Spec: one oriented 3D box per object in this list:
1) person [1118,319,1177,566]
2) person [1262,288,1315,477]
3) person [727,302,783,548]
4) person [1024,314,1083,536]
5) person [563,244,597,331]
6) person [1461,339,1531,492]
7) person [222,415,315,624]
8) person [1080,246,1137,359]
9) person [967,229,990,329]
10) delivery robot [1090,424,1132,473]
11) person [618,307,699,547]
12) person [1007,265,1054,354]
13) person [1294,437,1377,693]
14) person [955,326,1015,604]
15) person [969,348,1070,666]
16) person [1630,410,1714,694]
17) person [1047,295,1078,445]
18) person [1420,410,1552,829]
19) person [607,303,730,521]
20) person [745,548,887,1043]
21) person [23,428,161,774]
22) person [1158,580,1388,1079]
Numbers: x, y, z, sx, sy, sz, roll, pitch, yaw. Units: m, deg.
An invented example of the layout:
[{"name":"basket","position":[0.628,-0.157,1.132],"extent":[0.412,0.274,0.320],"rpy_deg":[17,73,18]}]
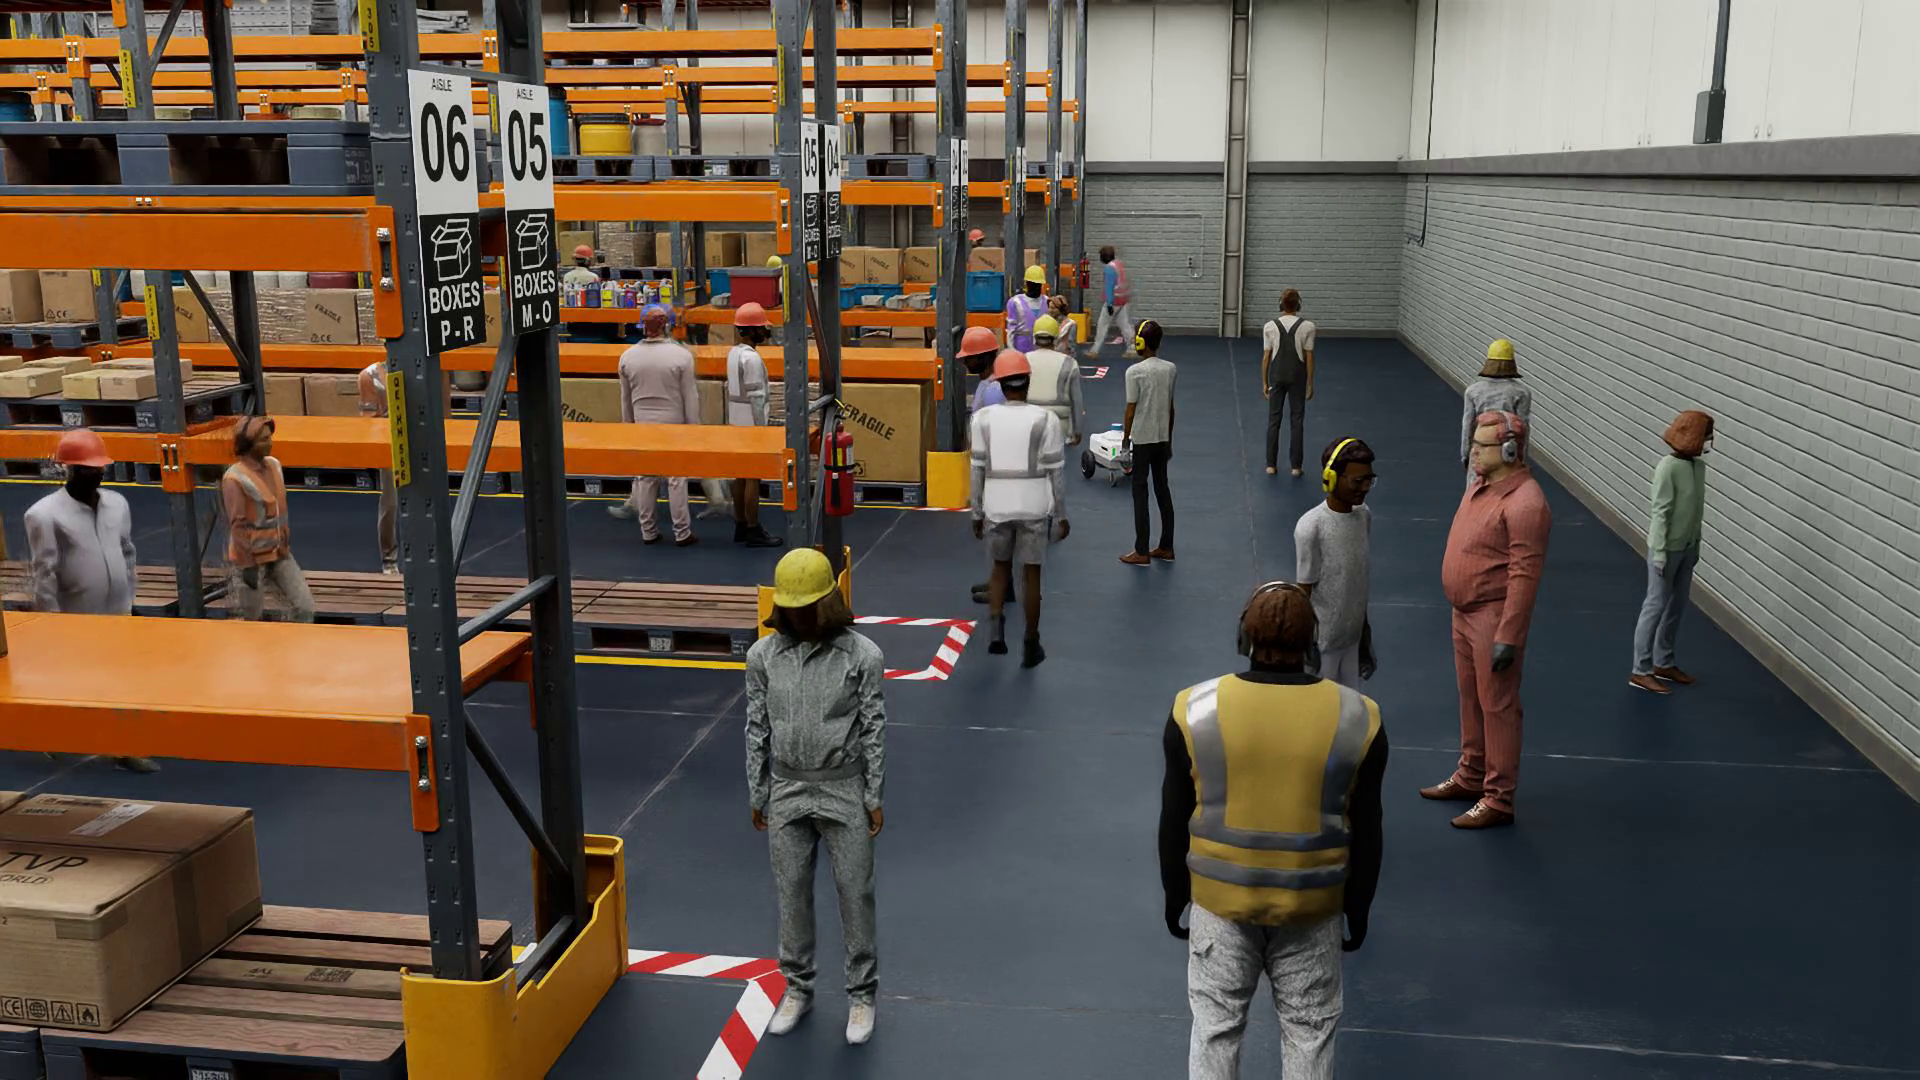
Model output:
[{"name":"person","position":[1.427,-0.734,12.608],"extent":[0.508,1.862,0.324],"rpy_deg":[-9,16,-37]},{"name":"person","position":[3.206,-1.536,16.276],"extent":[0.504,1.838,0.350],"rpy_deg":[4,13,18]},{"name":"person","position":[-1.647,-0.910,13.214],"extent":[0.360,1.939,0.543],"rpy_deg":[-6,14,-27]},{"name":"person","position":[0.701,-0.947,13.716],"extent":[0.602,1.799,0.872],"rpy_deg":[2,13,8]},{"name":"person","position":[-5.066,-2.980,22.432],"extent":[0.620,1.992,0.391],"rpy_deg":[8,15,32]},{"name":"person","position":[3.981,-0.622,12.387],"extent":[0.486,1.737,0.319],"rpy_deg":[7,14,30]},{"name":"person","position":[-3.839,0.108,9.325],"extent":[0.610,1.617,0.548],"rpy_deg":[2,13,11]},{"name":"person","position":[2.380,-3.770,26.477],"extent":[0.939,1.785,0.709],"rpy_deg":[4,13,18]},{"name":"person","position":[0.297,-4.284,28.322],"extent":[0.402,1.990,0.622],"rpy_deg":[7,14,29]},{"name":"delivery robot","position":[1.507,-0.875,15.990],"extent":[0.477,0.478,0.707],"rpy_deg":[-3,13,-14]},{"name":"person","position":[-2.368,-0.890,13.222],"extent":[0.646,1.902,0.400],"rpy_deg":[3,13,14]},{"name":"person","position":[0.816,-2.143,18.838],"extent":[0.593,1.918,0.397],"rpy_deg":[-5,13,-22]},{"name":"person","position":[1.631,0.469,7.191],"extent":[0.350,1.856,0.525],"rpy_deg":[12,17,44]},{"name":"person","position":[0.178,-0.511,11.471],"extent":[0.422,1.919,0.544],"rpy_deg":[0,12,-2]},{"name":"person","position":[0.358,-0.184,9.987],"extent":[0.595,1.915,0.459],"rpy_deg":[4,13,17]},{"name":"person","position":[4.109,0.060,9.554],"extent":[0.505,1.628,0.279],"rpy_deg":[-11,16,-40]},{"name":"person","position":[1.088,-1.858,18.194],"extent":[0.316,1.631,0.524],"rpy_deg":[-10,16,-39]},{"name":"person","position":[2.390,0.357,7.569],"extent":[0.411,1.908,0.643],"rpy_deg":[-1,13,-5]},{"name":"person","position":[-2.459,-1.061,14.050],"extent":[1.051,1.883,0.628],"rpy_deg":[2,13,9]},{"name":"person","position":[-0.494,0.868,5.662],"extent":[0.490,1.733,0.317],"rpy_deg":[2,13,8]},{"name":"person","position":[-4.280,0.308,8.153],"extent":[0.556,1.739,0.577],"rpy_deg":[5,14,23]},{"name":"person","position":[0.878,1.015,4.769],"extent":[0.627,1.837,0.429],"rpy_deg":[2,13,8]}]
